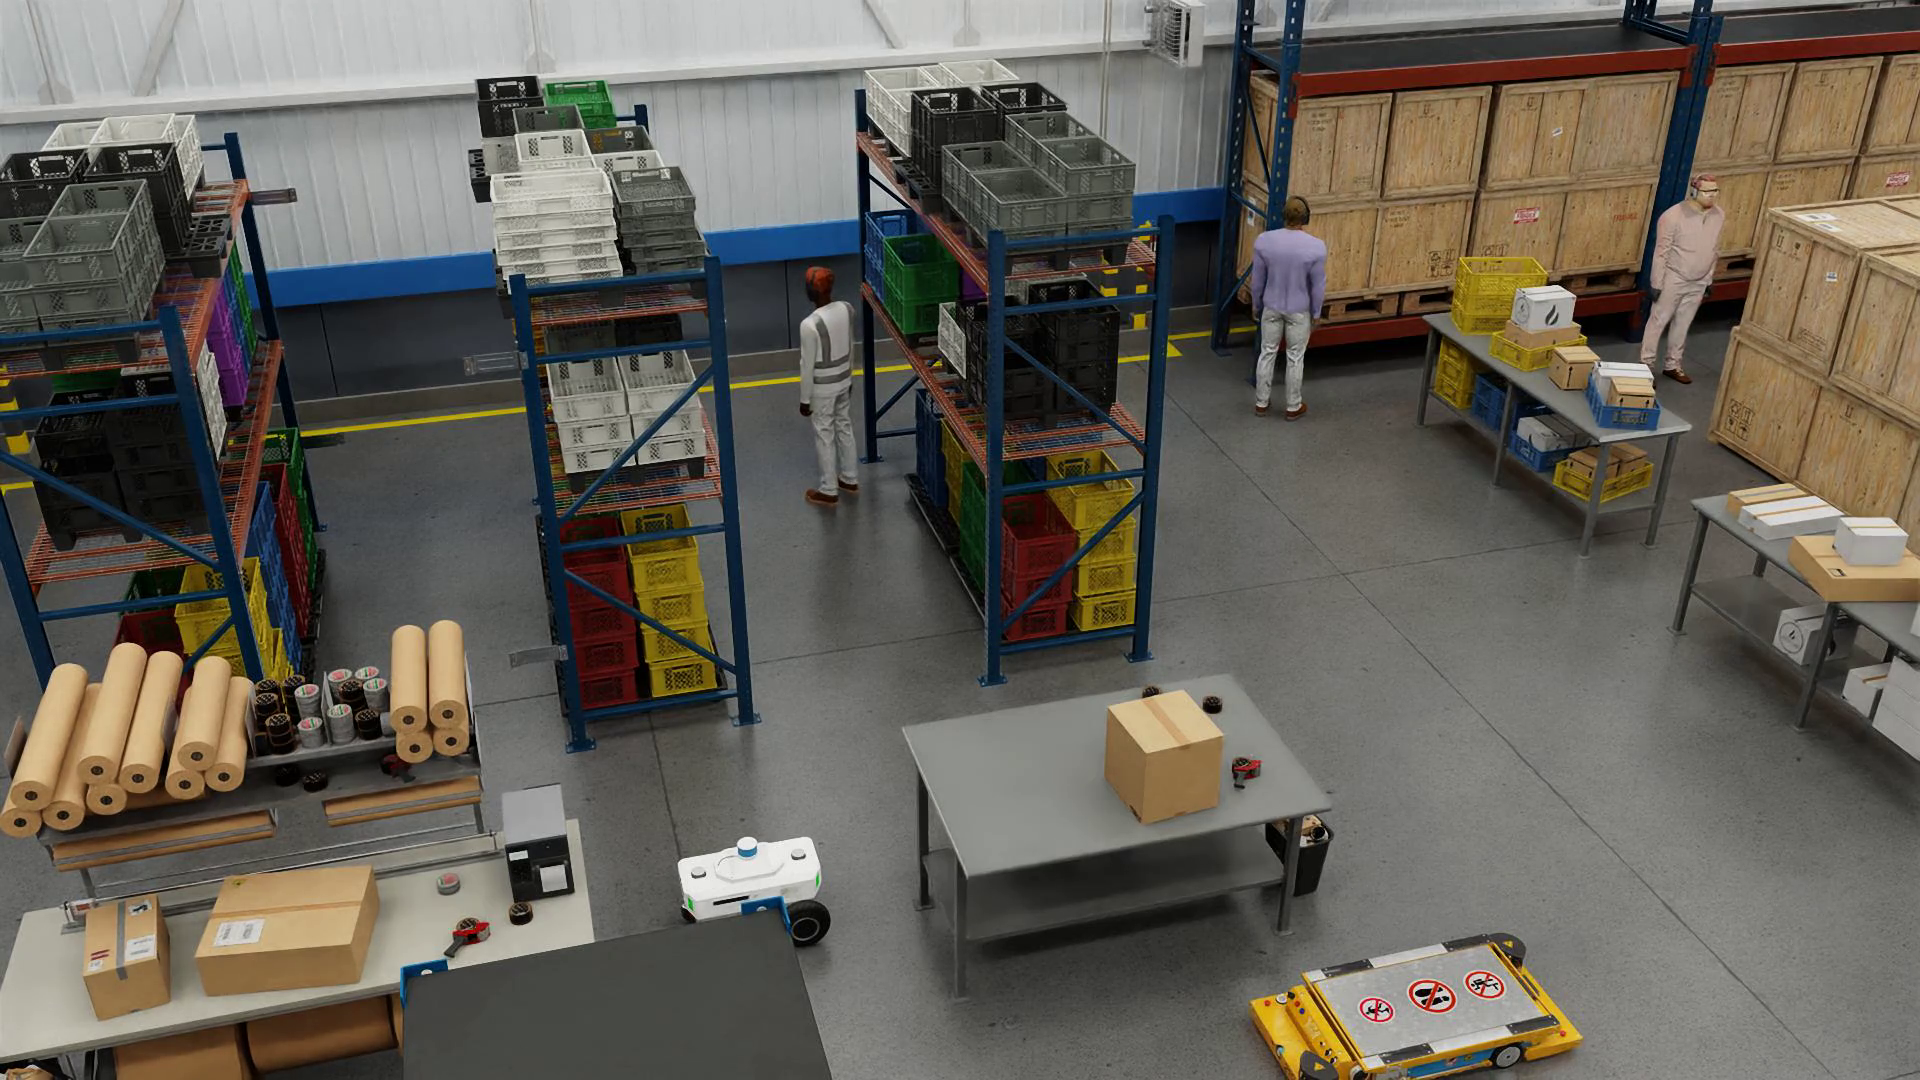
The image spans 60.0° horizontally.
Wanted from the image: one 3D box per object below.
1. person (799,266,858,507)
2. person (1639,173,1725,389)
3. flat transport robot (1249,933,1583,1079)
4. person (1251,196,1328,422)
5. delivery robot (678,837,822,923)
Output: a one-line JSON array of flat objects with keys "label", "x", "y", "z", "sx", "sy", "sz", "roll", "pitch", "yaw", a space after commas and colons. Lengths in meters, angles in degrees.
[{"label": "person", "x": -1.003, "y": -1.161, "z": 12.594, "sx": 0.347, "sy": 1.878, "sz": 0.578, "roll": 18, "pitch": 33, "yaw": 29}, {"label": "person", "x": 6.345, "y": -2.273, "z": 14.578, "sx": 0.643, "sy": 1.913, "sz": 0.410, "roll": -8, "pitch": 30, "yaw": -14}, {"label": "flat transport robot", "x": 2.184, "y": 2.282, "z": 7.980, "sx": 1.431, "sy": 0.197, "sz": 0.652, "roll": -8, "pitch": 30, "yaw": -14}, {"label": "person", "x": 2.736, "y": -1.934, "z": 13.934, "sx": 0.628, "sy": 1.940, "sz": 0.373, "roll": 13, "pitch": 31, "yaw": 23}, {"label": "delivery robot", "x": -1.084, "y": 1.750, "z": 8.563, "sx": 0.707, "sy": 0.478, "sz": 0.477, "roll": -8, "pitch": 30, "yaw": -14}]
